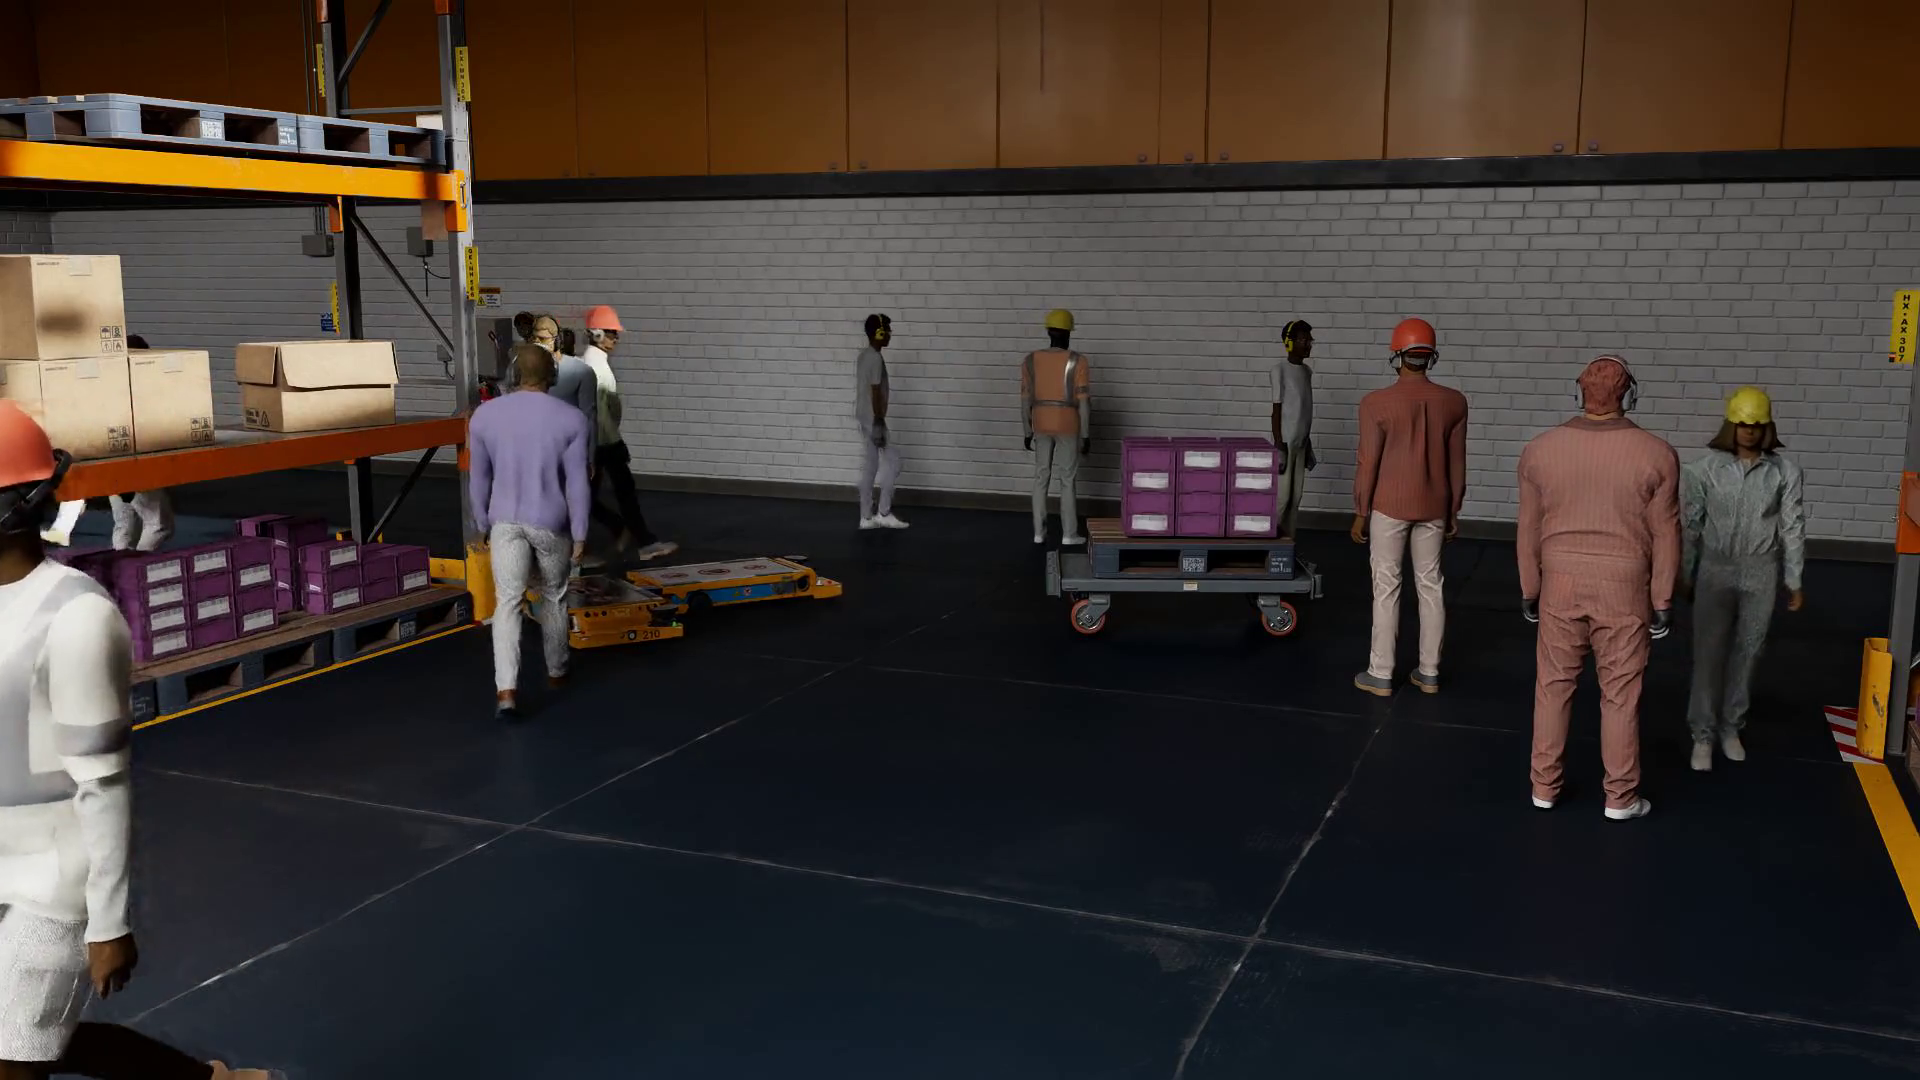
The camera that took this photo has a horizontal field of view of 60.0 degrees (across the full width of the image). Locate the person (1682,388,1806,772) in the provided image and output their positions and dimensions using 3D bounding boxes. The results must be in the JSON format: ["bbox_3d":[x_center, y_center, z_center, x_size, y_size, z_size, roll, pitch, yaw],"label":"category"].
[{"bbox_3d":[3.520,0.188,7.466,0.496,1.725,0.681,2,10,13],"label":"person"}]

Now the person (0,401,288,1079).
[{"bbox_3d":[-1.901,0.688,3.573,0.613,2.018,0.831,8,12,39],"label":"person"}]

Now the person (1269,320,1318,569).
[{"bbox_3d":[2.472,-0.686,12.313,0.328,1.872,0.511,8,12,39],"label":"person"}]

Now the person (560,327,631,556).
[{"bbox_3d":[-2.906,-0.722,12.717,0.803,1.816,0.520,0,9,-2],"label":"person"}]

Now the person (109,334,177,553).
[{"bbox_3d":[-5.450,-0.437,10.961,0.449,1.828,0.627,-7,12,-37],"label":"person"}]

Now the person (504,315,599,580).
[{"bbox_3d":[-2.794,-0.571,11.419,0.629,1.937,0.377,-1,9,-6],"label":"person"}]

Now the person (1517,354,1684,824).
[{"bbox_3d":[2.612,0.201,6.819,0.641,1.913,0.408,6,11,33],"label":"person"}]

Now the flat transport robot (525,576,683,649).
[{"bbox_3d":[-2.315,0.423,10.430,0.652,0.197,1.431,-6,11,-31],"label":"flat transport robot"}]

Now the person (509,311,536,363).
[{"bbox_3d":[-4.038,-1.319,16.295,0.699,1.833,0.363,-5,11,-30],"label":"person"}]

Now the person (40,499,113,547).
[{"bbox_3d":[-7.050,-0.838,13.434,0.646,1.795,0.930,3,10,19],"label":"person"}]

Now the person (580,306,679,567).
[{"bbox_3d":[-2.571,-0.762,12.496,0.939,1.951,0.627,-1,9,-5],"label":"person"}]

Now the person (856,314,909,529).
[{"bbox_3d":[-0.644,-1.008,14.300,0.535,1.854,0.571,-3,10,-19],"label":"person"}]

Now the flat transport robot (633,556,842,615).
[{"bbox_3d":[-1.578,0.297,11.190,1.431,0.197,0.652,-6,11,-31],"label":"flat transport robot"}]

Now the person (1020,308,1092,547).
[{"bbox_3d":[0.790,-0.907,13.483,0.594,1.924,0.382,4,10,24],"label":"person"}]

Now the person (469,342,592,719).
[{"bbox_3d":[-2.204,-0.058,8.512,0.663,1.893,1.032,-1,9,-4],"label":"person"}]

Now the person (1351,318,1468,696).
[{"bbox_3d":[2.365,-0.167,8.794,0.621,1.994,0.381,-2,10,-10],"label":"person"}]
